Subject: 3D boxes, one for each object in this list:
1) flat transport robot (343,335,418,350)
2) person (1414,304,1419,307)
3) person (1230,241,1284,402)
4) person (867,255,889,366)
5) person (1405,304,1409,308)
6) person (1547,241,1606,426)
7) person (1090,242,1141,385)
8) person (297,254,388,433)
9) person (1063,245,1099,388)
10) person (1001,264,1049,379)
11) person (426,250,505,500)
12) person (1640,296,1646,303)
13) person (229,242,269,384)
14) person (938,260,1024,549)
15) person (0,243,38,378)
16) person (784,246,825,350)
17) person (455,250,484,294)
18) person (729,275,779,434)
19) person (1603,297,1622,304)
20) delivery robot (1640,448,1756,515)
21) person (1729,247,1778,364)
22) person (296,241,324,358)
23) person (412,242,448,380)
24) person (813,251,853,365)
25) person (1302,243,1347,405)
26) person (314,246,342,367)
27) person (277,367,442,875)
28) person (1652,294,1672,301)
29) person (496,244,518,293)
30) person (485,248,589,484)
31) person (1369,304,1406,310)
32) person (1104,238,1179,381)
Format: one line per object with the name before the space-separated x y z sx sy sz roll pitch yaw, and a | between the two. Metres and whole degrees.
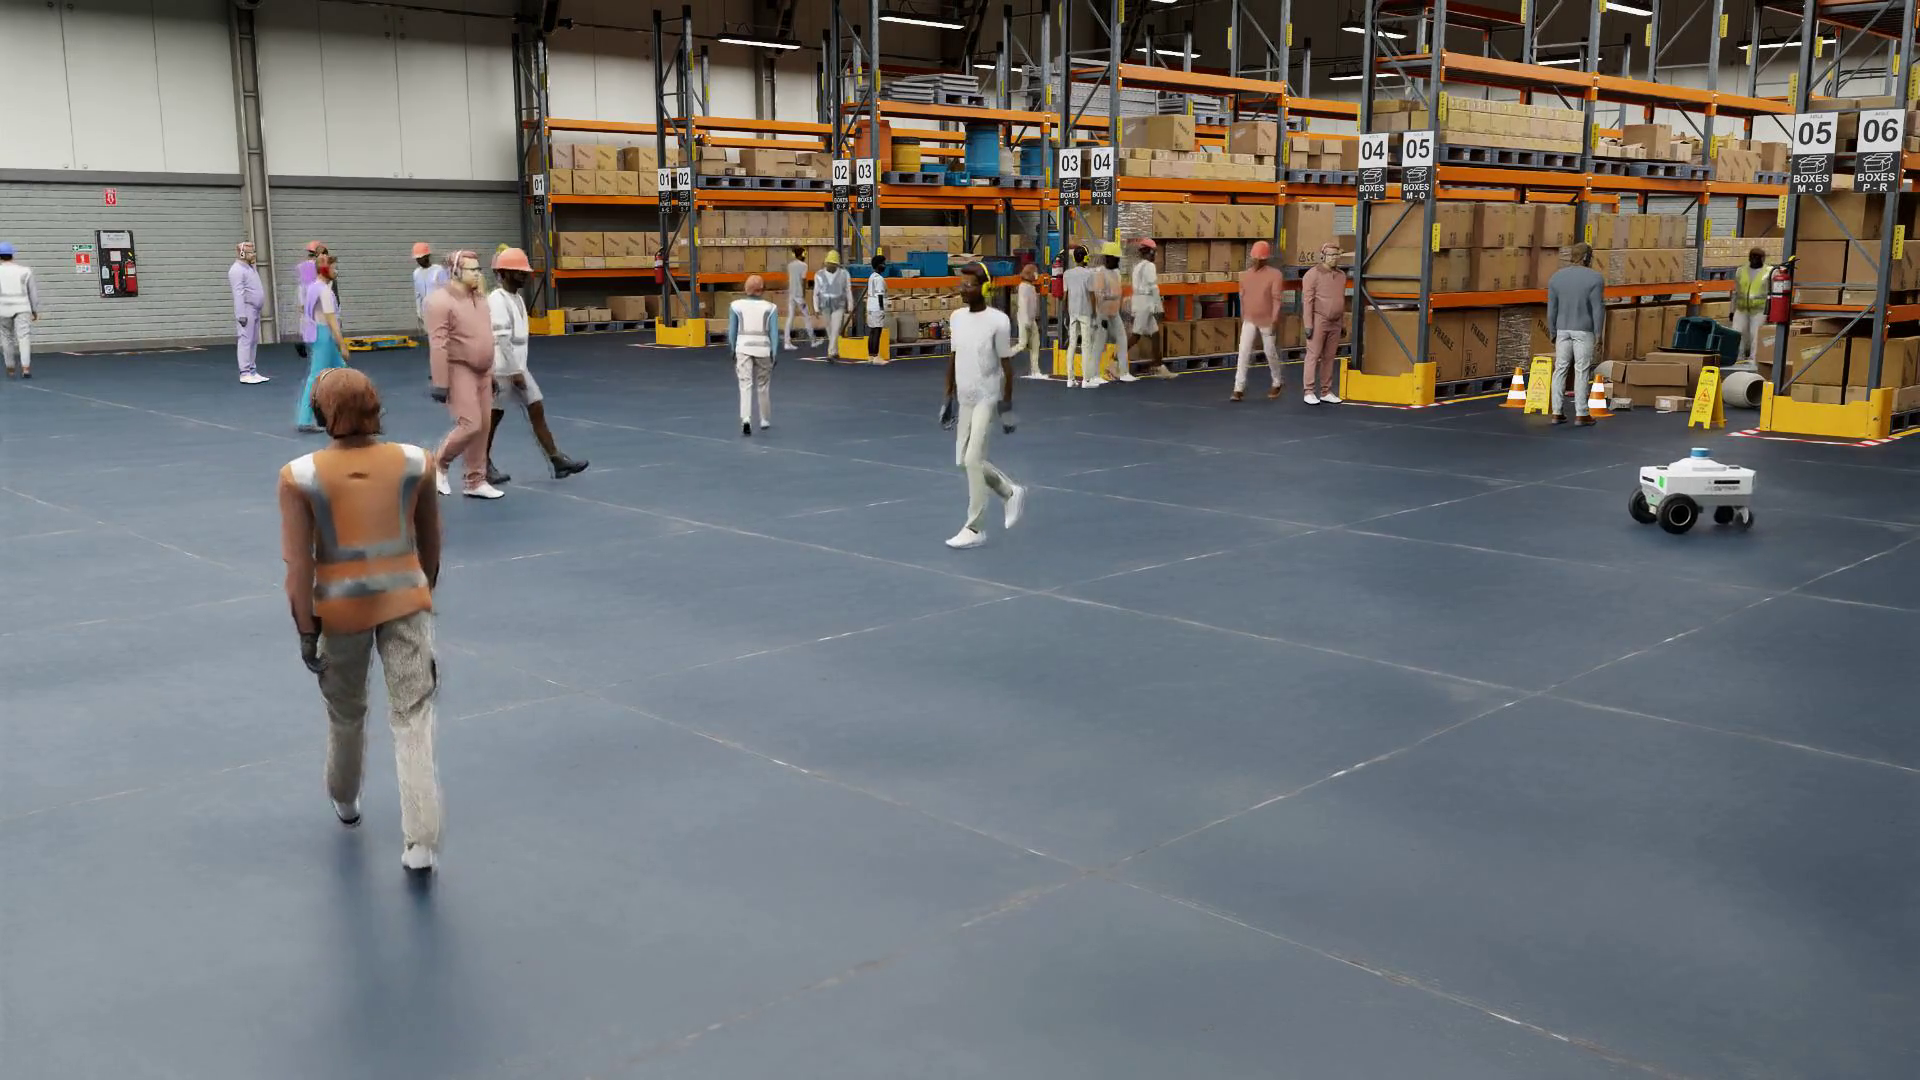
flat transport robot | -10.376 -3.506 29.491 0.652 0.197 1.431 5 12 26
person | 6.682 -3.260 23.540 0.591 1.920 0.393 9 14 41
person | 3.701 -2.686 20.366 0.607 1.946 0.939 6 12 30
person | -1.278 -3.569 25.825 0.319 1.695 0.535 -3 11 -17
person | 6.851 -3.636 26.426 0.515 1.609 0.601 6 12 29
person | 6.549 -2.196 17.698 0.371 1.934 0.627 -10 14 -42
person | 2.090 -3.031 22.337 0.832 1.895 0.603 8 13 39
person | -6.392 -2.011 17.050 0.951 1.793 0.596 -5 12 -26
person | 1.592 -2.948 21.965 0.521 1.873 0.328 7 13 34
person | 0.876 -3.059 23.278 0.686 1.608 0.505 5 12 26
person | -3.762 -1.241 12.619 0.475 1.893 0.651 3 11 15
person | 15.789 -6.000 38.710 0.602 1.830 0.404 -4 11 -19
person | -9.668 -3.092 22.654 0.401 1.906 0.649 -1 10 -6
person | 0.159 -0.897 10.889 0.710 1.840 0.521 -9 14 -41
person | -13.428 -3.258 23.599 0.611 1.905 0.986 -6 12 -29
person | -2.792 -4.273 29.344 0.537 1.808 0.984 8 13 36
person | -6.309 -2.880 21.777 0.735 1.816 0.640 -1 10 -4
person | -2.111 -1.910 17.032 0.514 1.606 0.810 -1 10 -4
person | 12.148 -4.633 31.228 0.595 1.863 0.848 8 13 38
delivery robot | 5.091 -0.392 11.481 0.707 0.478 0.477 -1 10 -4
person | 11.406 -3.297 23.973 0.652 1.829 0.521 10 14 43
person | -10.324 -3.803 26.545 0.548 1.910 0.565 3 11 15
person | -7.322 -3.189 23.214 0.609 1.897 0.627 4 11 22
person | -1.985 -3.648 26.110 0.602 1.766 0.926 2 11 9
person | 4.375 -2.577 19.843 0.643 1.910 0.399 -6 12 -30
person | -9.626 -3.543 25.289 0.349 1.843 0.506 0 10 0
person | -1.905 0.239 5.363 0.501 1.582 0.904 -5 12 -26
person | 15.587 -5.718 36.726 0.535 2.000 0.674 -2 11 -11
person | -8.931 -4.918 32.840 0.404 1.820 0.600 -2 11 -11
person | -3.527 -1.393 13.429 0.983 1.888 0.553 2 11 11
person | 6.149 -3.303 24.004 0.589 1.842 0.977 6 12 30
person | 2.496 -3.195 23.056 1.057 1.971 0.645 -1 10 -4
